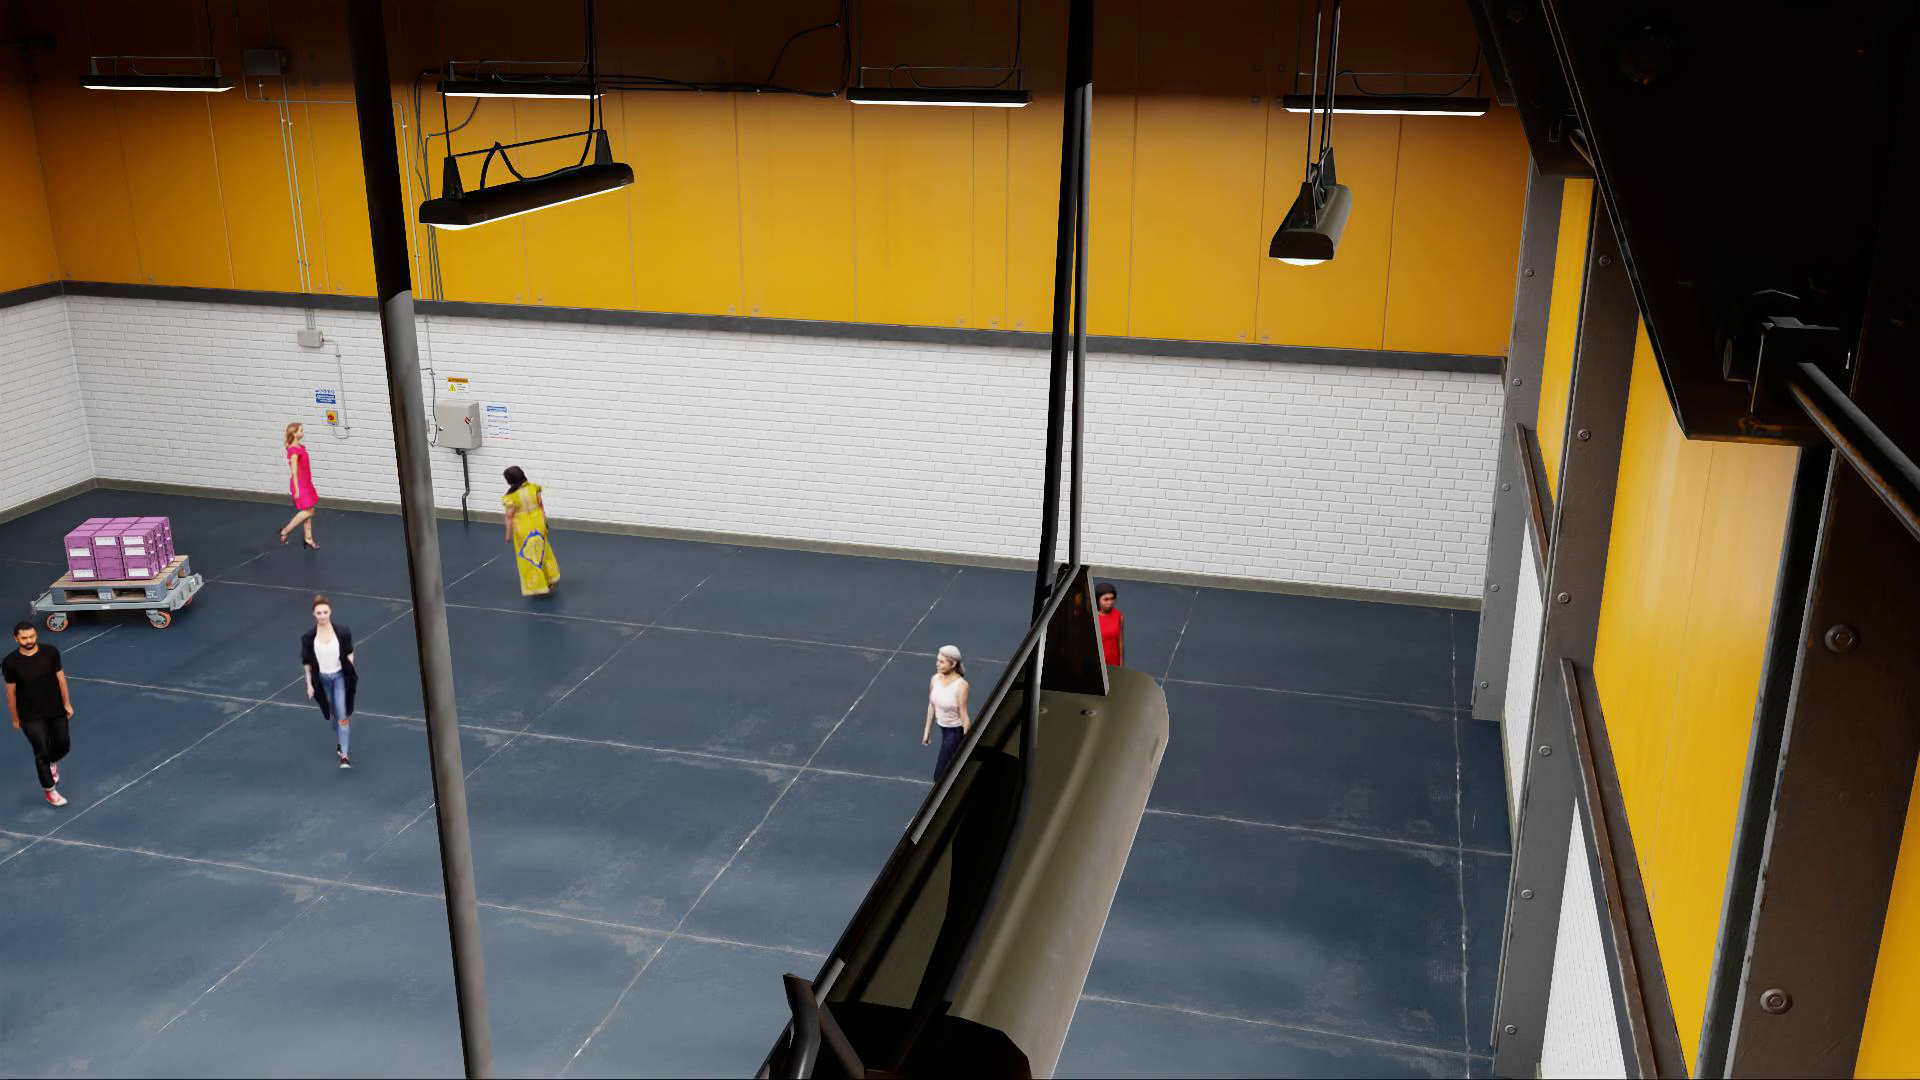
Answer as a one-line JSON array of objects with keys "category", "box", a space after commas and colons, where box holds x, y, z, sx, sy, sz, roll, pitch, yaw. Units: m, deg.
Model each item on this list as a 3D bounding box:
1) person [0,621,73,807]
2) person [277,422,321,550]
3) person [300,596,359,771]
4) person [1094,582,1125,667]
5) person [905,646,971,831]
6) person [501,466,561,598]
[{"category": "person", "box": [-8.303, 1.517, 14.991, 0.936, 1.745, 0.934, -16, 25, -40]}, {"category": "person", "box": [-8.639, -0.686, 21.583, 0.826, 1.712, 0.828, -4, 19, -11]}, {"category": "person", "box": [-5.951, 1.314, 15.753, 0.983, 1.644, 1.157, -6, 19, -16]}, {"category": "person", "box": [1.353, 1.224, 15.865, 0.646, 1.742, 0.675, -7, 20, -19]}, {"category": "person", "box": [0.003, 1.708, 14.574, 1.269, 1.649, 1.131, -13, 23, -34]}, {"category": "person", "box": [-5.139, -0.089, 19.957, 0.996, 1.619, 1.071, -14, 23, -35]}]
